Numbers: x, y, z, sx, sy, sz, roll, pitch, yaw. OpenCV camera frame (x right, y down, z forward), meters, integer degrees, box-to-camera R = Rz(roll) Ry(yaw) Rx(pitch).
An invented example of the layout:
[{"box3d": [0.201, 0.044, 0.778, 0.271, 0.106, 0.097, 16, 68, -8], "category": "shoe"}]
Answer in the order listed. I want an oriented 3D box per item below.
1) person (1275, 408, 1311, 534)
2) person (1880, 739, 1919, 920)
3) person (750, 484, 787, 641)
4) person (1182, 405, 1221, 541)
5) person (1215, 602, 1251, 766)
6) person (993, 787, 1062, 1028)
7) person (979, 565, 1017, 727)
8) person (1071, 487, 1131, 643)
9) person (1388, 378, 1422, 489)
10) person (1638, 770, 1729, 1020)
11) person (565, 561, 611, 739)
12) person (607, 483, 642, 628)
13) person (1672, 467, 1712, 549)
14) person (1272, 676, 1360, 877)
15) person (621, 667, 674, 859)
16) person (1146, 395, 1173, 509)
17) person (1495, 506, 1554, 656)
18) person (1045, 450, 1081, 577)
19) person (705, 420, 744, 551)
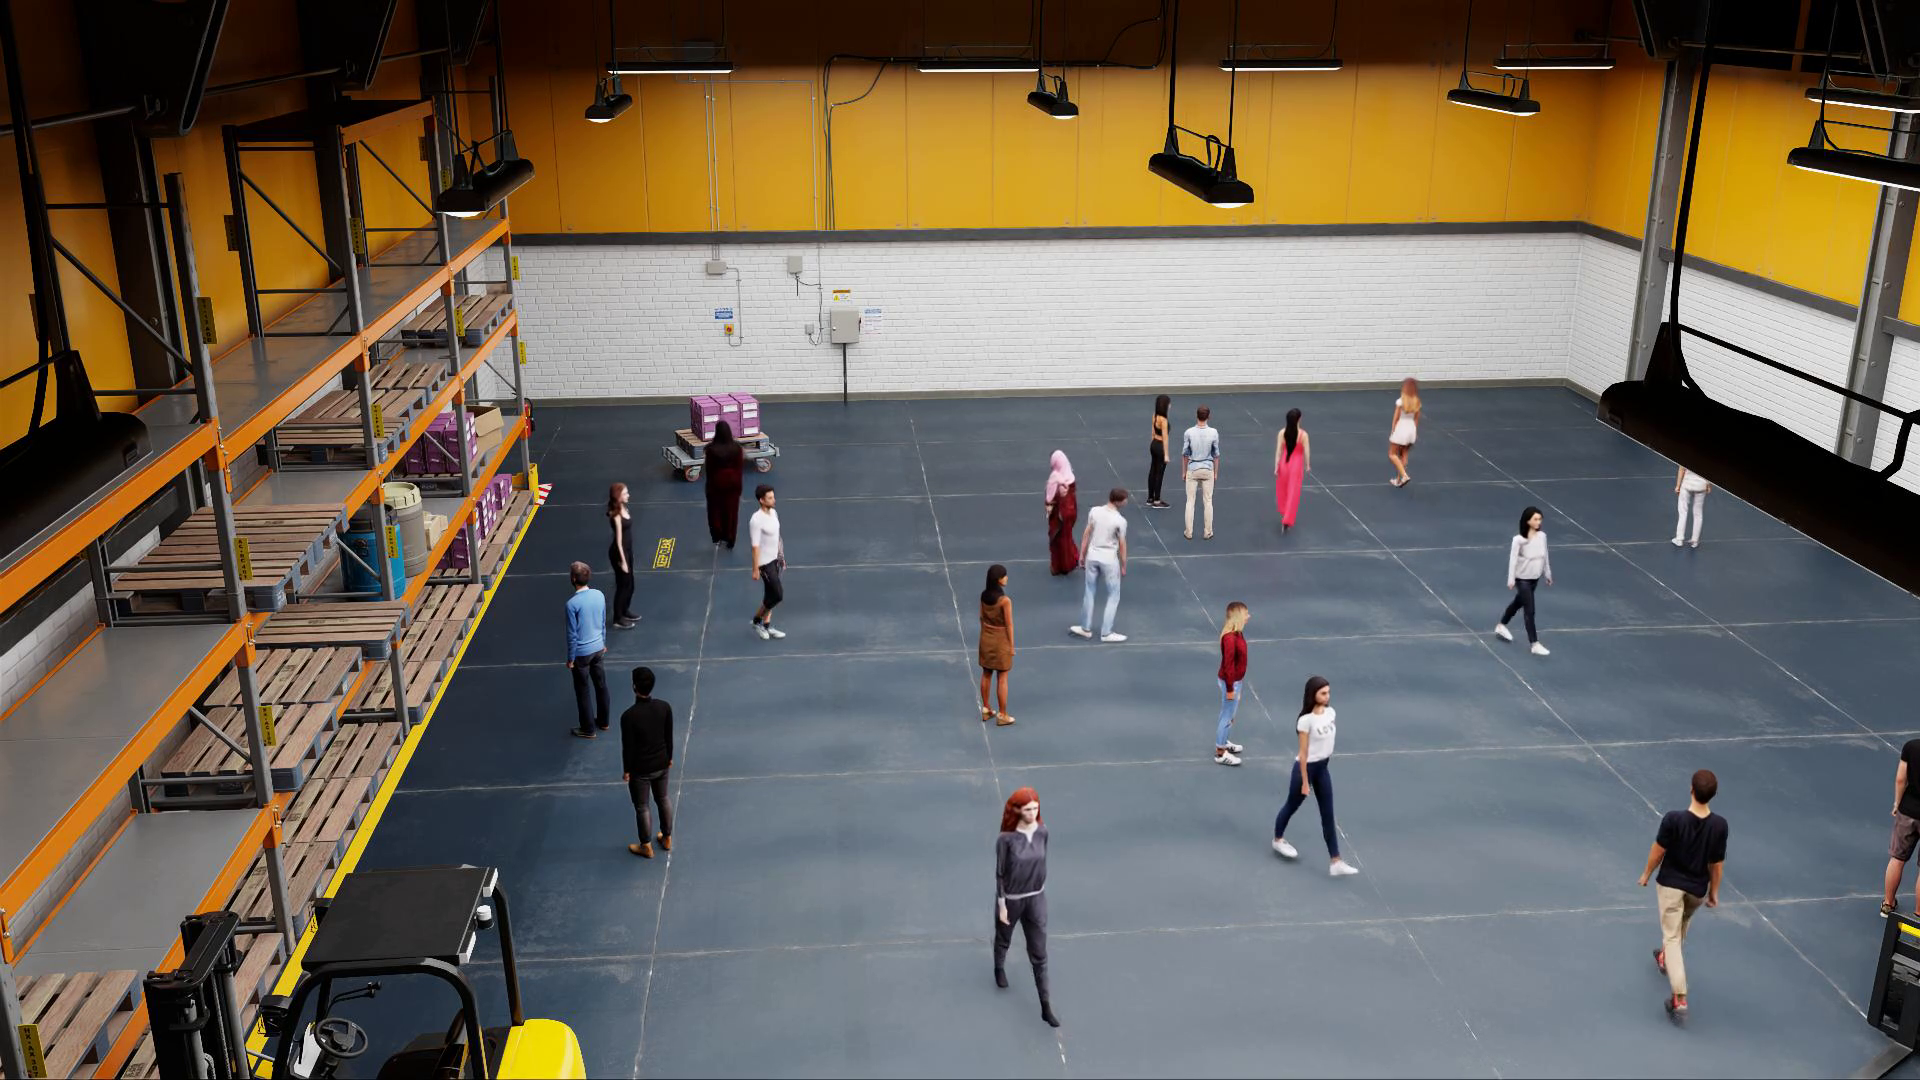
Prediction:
[{"box3d": [4.498, -0.920, 22.721, 0.935, 1.691, 1.107, 10, 21, 27], "category": "person"}, {"box3d": [7.662, 2.187, 13.225, 0.825, 1.863, 0.734, -16, 24, -40], "category": "person"}, {"box3d": [-2.281, 0.242, 19.034, 0.832, 1.841, 0.730, 6, 19, 16], "category": "person"}, {"box3d": [3.242, -0.922, 22.483, 0.697, 1.847, 0.613, 2, 19, 7], "category": "person"}, {"box3d": [2.616, 1.359, 16.047, 0.703, 1.632, 0.529, 4, 19, 10], "category": "person"}, {"box3d": [0.396, 2.613, 12.168, 0.761, 1.731, 1.179, -6, 20, -18], "category": "person"}, {"box3d": [0.361, 1.060, 16.850, 0.630, 1.684, 0.702, 17, 25, 42], "category": "person"}, {"box3d": [1.568, 0.262, 19.009, 0.886, 1.820, 0.869, 6, 20, 18], "category": "person"}, {"box3d": [6.596, -1.545, 24.599, 0.685, 1.676, 0.859, -5, 19, -16], "category": "person"}, {"box3d": [5.280, 2.592, 12.102, 0.756, 1.813, 1.193, 1, 19, 3], "category": "person"}, {"box3d": [-3.725, 1.076, 16.592, 0.805, 1.819, 0.720, 12, 22, 32], "category": "person"}, {"box3d": [-3.970, 0.162, 19.429, 0.657, 1.742, 0.486, 1, 19, 3], "category": "person"}, {"box3d": [9.786, -0.726, 22.177, 0.657, 1.671, 0.634, 4, 19, 11], "category": "person"}, {"box3d": [2.889, 1.975, 14.073, 1.011, 1.723, 1.199, -14, 23, -35], "category": "person"}, {"box3d": [-2.681, 1.899, 14.301, 0.722, 1.723, 0.747, -16, 24, -39], "category": "person"}, {"box3d": [2.857, -1.283, 23.877, 0.663, 1.641, 0.509, -6, 20, -19], "category": "person"}, {"box3d": [6.345, 0.421, 18.791, 0.918, 1.657, 1.181, -10, 21, -27], "category": "person"}, {"box3d": [1.348, -0.327, 21.043, 0.875, 1.637, 0.820, 17, 25, 42], "category": "person"}, {"box3d": [-3.088, -0.693, 21.965, 0.793, 1.743, 0.856, -7, 20, -20], "category": "person"}]
